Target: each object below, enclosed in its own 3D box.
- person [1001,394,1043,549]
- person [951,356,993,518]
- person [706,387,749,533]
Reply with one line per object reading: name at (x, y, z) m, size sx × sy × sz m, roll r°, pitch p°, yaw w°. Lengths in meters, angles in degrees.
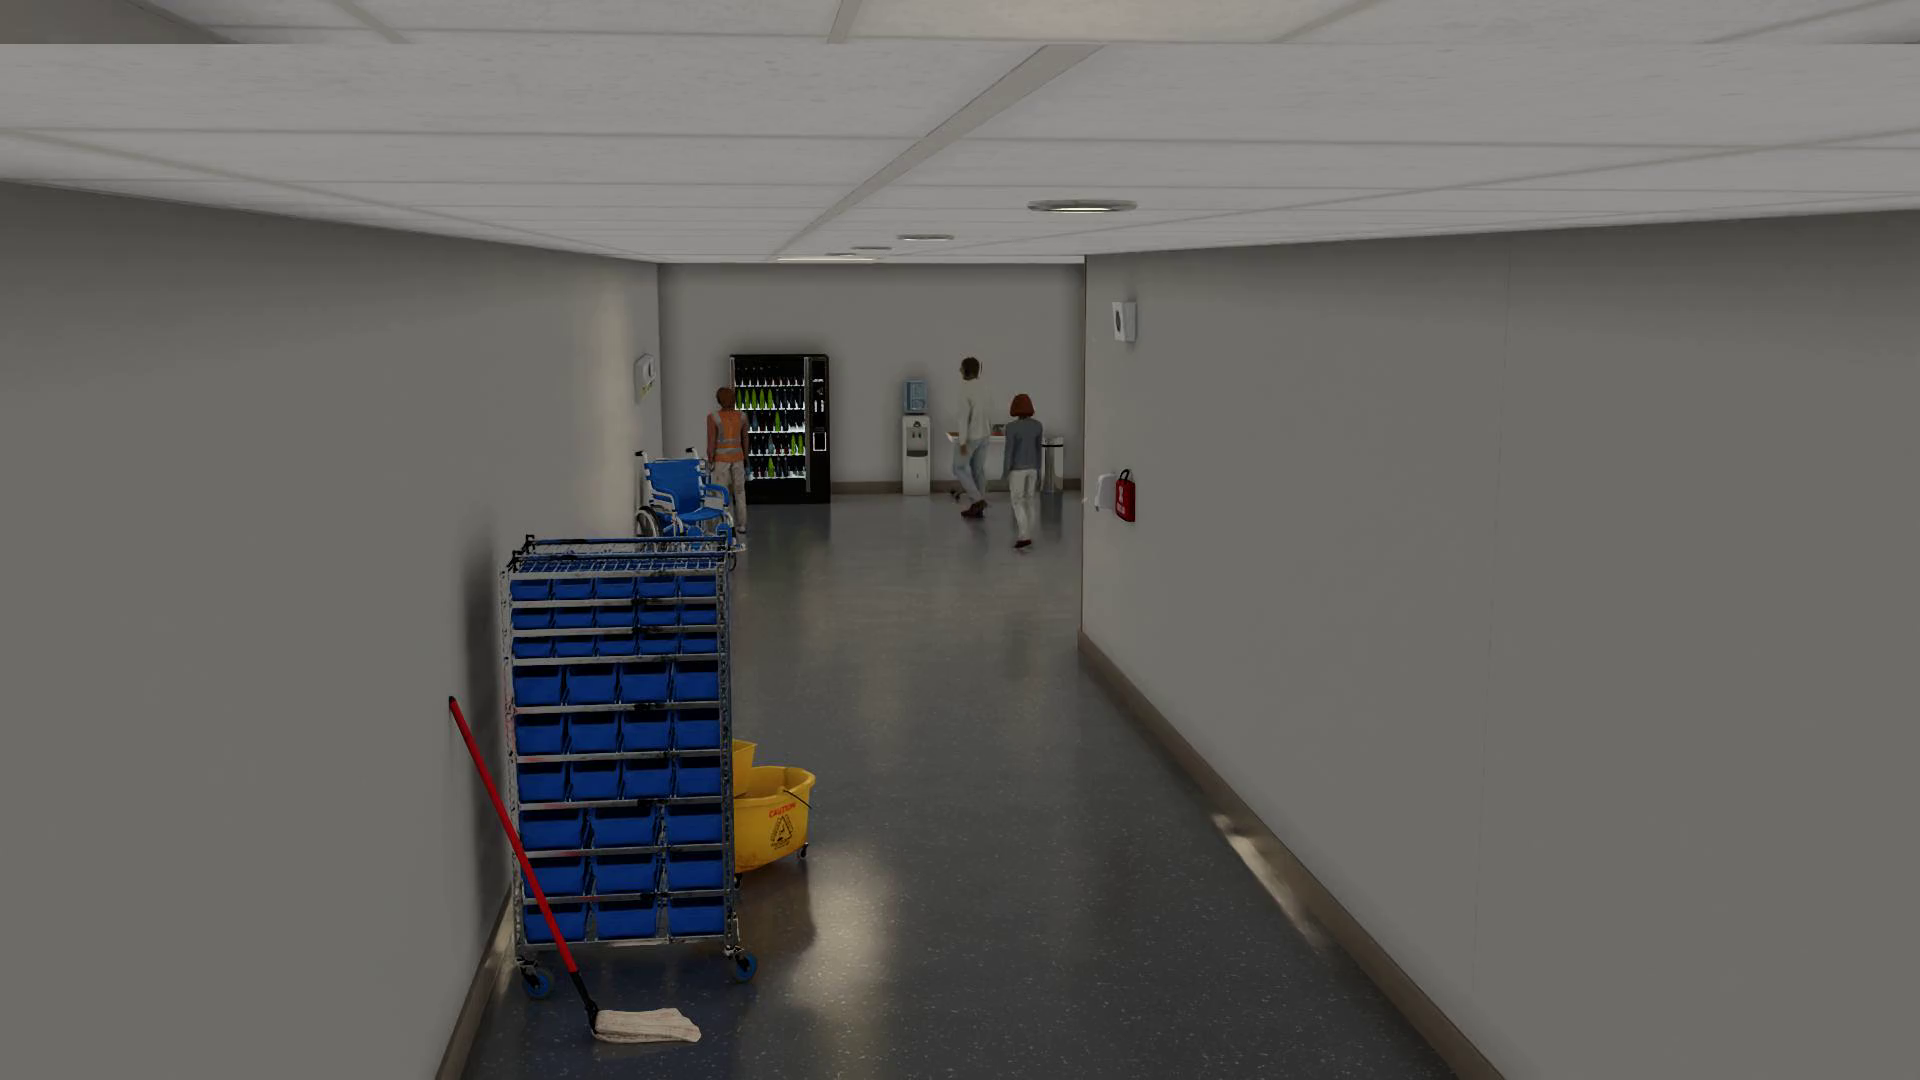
person at (0.662, -0.711, 17.513) m, size 0.517 × 1.637 × 0.444 m, roll -7°, pitch 11°, yaw -37°
person at (0.141, -1.195, 19.575) m, size 0.433 × 1.928 × 0.629 m, roll 7°, pitch 12°, yaw 39°
person at (-2.569, -0.869, 18.396) m, size 0.525 × 1.639 × 0.307 m, roll -7°, pitch 11°, yaw -36°
